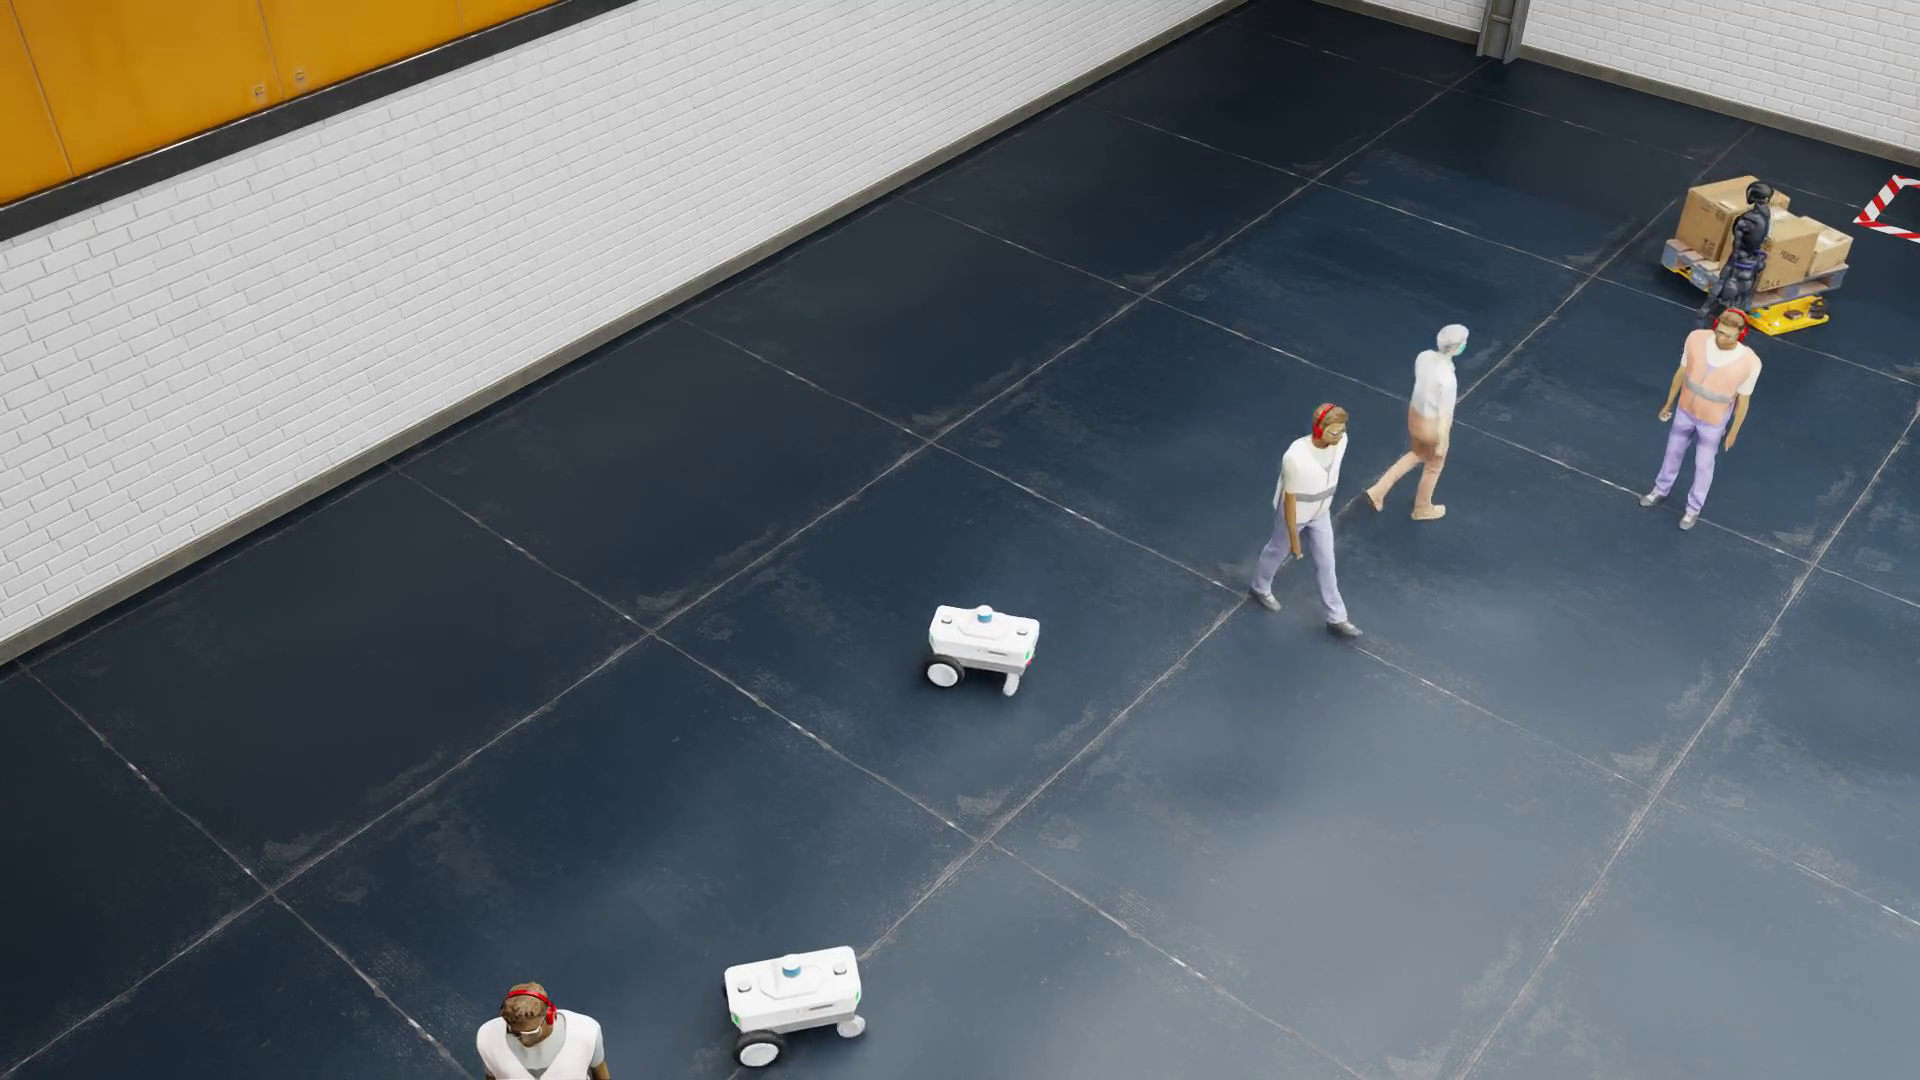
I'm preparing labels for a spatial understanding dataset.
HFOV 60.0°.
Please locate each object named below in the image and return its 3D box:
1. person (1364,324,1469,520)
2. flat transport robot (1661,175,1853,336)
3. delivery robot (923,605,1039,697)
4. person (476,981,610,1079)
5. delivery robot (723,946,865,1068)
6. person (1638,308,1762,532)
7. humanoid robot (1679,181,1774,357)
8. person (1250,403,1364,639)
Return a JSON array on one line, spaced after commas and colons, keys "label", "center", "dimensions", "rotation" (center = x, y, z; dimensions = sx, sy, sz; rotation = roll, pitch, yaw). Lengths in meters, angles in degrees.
[{"label": "person", "center": [3.393, -0.838, 12.163], "dimensions": [0.586, 1.726, 0.493], "rotation": [-10, 40, -13]}, {"label": "flat transport robot", "center": [7.162, -2.337, 15.187], "dimensions": [0.659, 0.231, 1.431], "rotation": [-14, 41, -17]}, {"label": "delivery robot", "center": [0.133, 0.700, 11.192], "dimensions": [0.769, 0.598, 0.519], "rotation": [8, 40, 10]}, {"label": "person", "center": [-1.887, 2.643, 7.748], "dimensions": [0.564, 1.847, 0.388], "rotation": [-4, 39, -5]}, {"label": "delivery robot", "center": [-0.918, 2.477, 8.999], "dimensions": [0.815, 0.614, 0.499], "rotation": [-8, 40, -10]}, {"label": "person", "center": [5.451, -0.917, 12.185], "dimensions": [0.397, 1.832, 0.569], "rotation": [-25, 45, -28]}, {"label": "humanoid robot", "center": [6.523, -2.245, 13.956], "dimensions": [0.610, 1.643, 0.462], "rotation": [-30, 48, -32]}, {"label": "person", "center": [2.397, -0.119, 11.214], "dimensions": [0.571, 1.800, 0.954], "rotation": [-23, 44, -26]}]
